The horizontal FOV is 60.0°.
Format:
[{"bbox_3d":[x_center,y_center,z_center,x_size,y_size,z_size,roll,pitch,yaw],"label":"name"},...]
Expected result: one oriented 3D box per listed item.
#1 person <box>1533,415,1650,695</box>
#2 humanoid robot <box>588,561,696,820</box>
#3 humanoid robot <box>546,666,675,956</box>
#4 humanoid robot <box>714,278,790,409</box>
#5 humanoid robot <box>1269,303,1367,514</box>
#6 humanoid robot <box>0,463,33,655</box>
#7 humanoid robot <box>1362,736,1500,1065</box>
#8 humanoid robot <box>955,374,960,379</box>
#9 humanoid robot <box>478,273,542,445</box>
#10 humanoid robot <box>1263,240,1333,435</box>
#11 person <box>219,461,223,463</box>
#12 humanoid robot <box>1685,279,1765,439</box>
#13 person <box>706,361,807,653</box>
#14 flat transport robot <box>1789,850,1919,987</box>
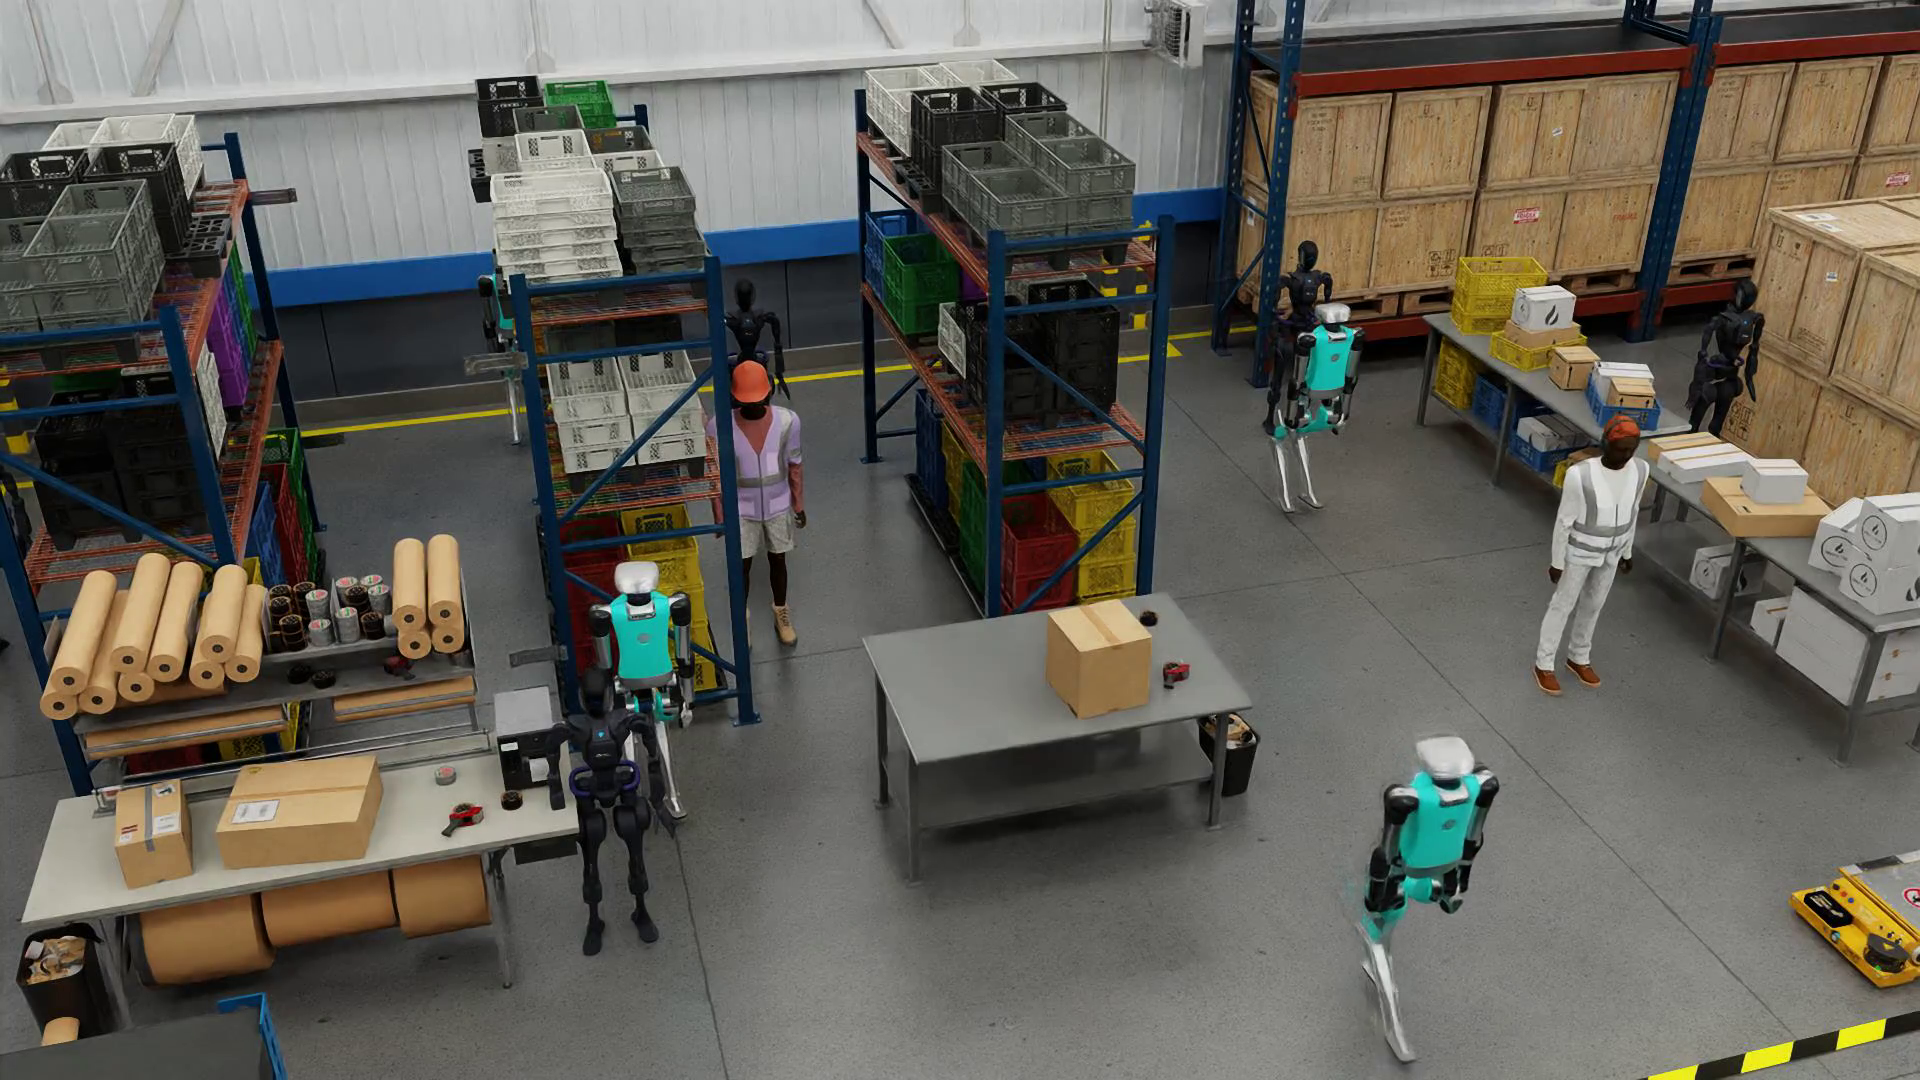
[{"bbox_3d":[3.923,0.091,10.319,0.583,1.882,0.337,-8,30,-14],"label":"person"},{"bbox_3d":[-1.729,0.771,9.097,0.533,1.675,0.735,-8,30,-14],"label":"humanoid robot"},{"bbox_3d":[-1.733,1.336,8.255,0.599,1.655,0.315,-8,30,-14],"label":"humanoid robot"},{"bbox_3d":[-1.635,-1.255,12.969,0.599,1.655,0.315,-8,30,-14],"label":"humanoid robot"},{"bbox_3d":[2.583,-1.040,12.390,0.533,1.676,0.735,-8,30,-14],"label":"humanoid robot"},{"bbox_3d":[-6.224,0.017,10.653,0.599,1.657,0.315,-8,30,-14],"label":"humanoid robot"},{"bbox_3d":[2.061,1.557,7.815,0.545,1.771,0.878,-8,30,-14],"label":"humanoid robot"},{"bbox_3d":[0.132,-1.957,14.057,0.533,1.677,0.735,-8,30,-14],"label":"humanoid robot"},{"bbox_3d":[-3.556,-1.615,13.436,0.533,1.677,0.735,-8,30,-14],"label":"humanoid robot"},{"bbox_3d":[2.792,-1.675,13.733,0.599,1.655,0.315,-8,30,-14],"label":"humanoid robot"},{"bbox_3d":[-6.185,-1.275,12.809,1.077,1.890,0.685,22,36,34],"label":"person"},{"bbox_3d":[5.925,-1.238,12.938,0.599,1.655,0.315,-8,30,-14],"label":"humanoid robot"},{"bbox_3d":[-1.289,-0.206,10.697,0.613,2.040,0.391,-8,30,-14],"label":"person"},{"bbox_3d":[5.163,1.916,8.676,1.431,0.231,0.659,-8,30,-14],"label":"flat transport robot"}]
